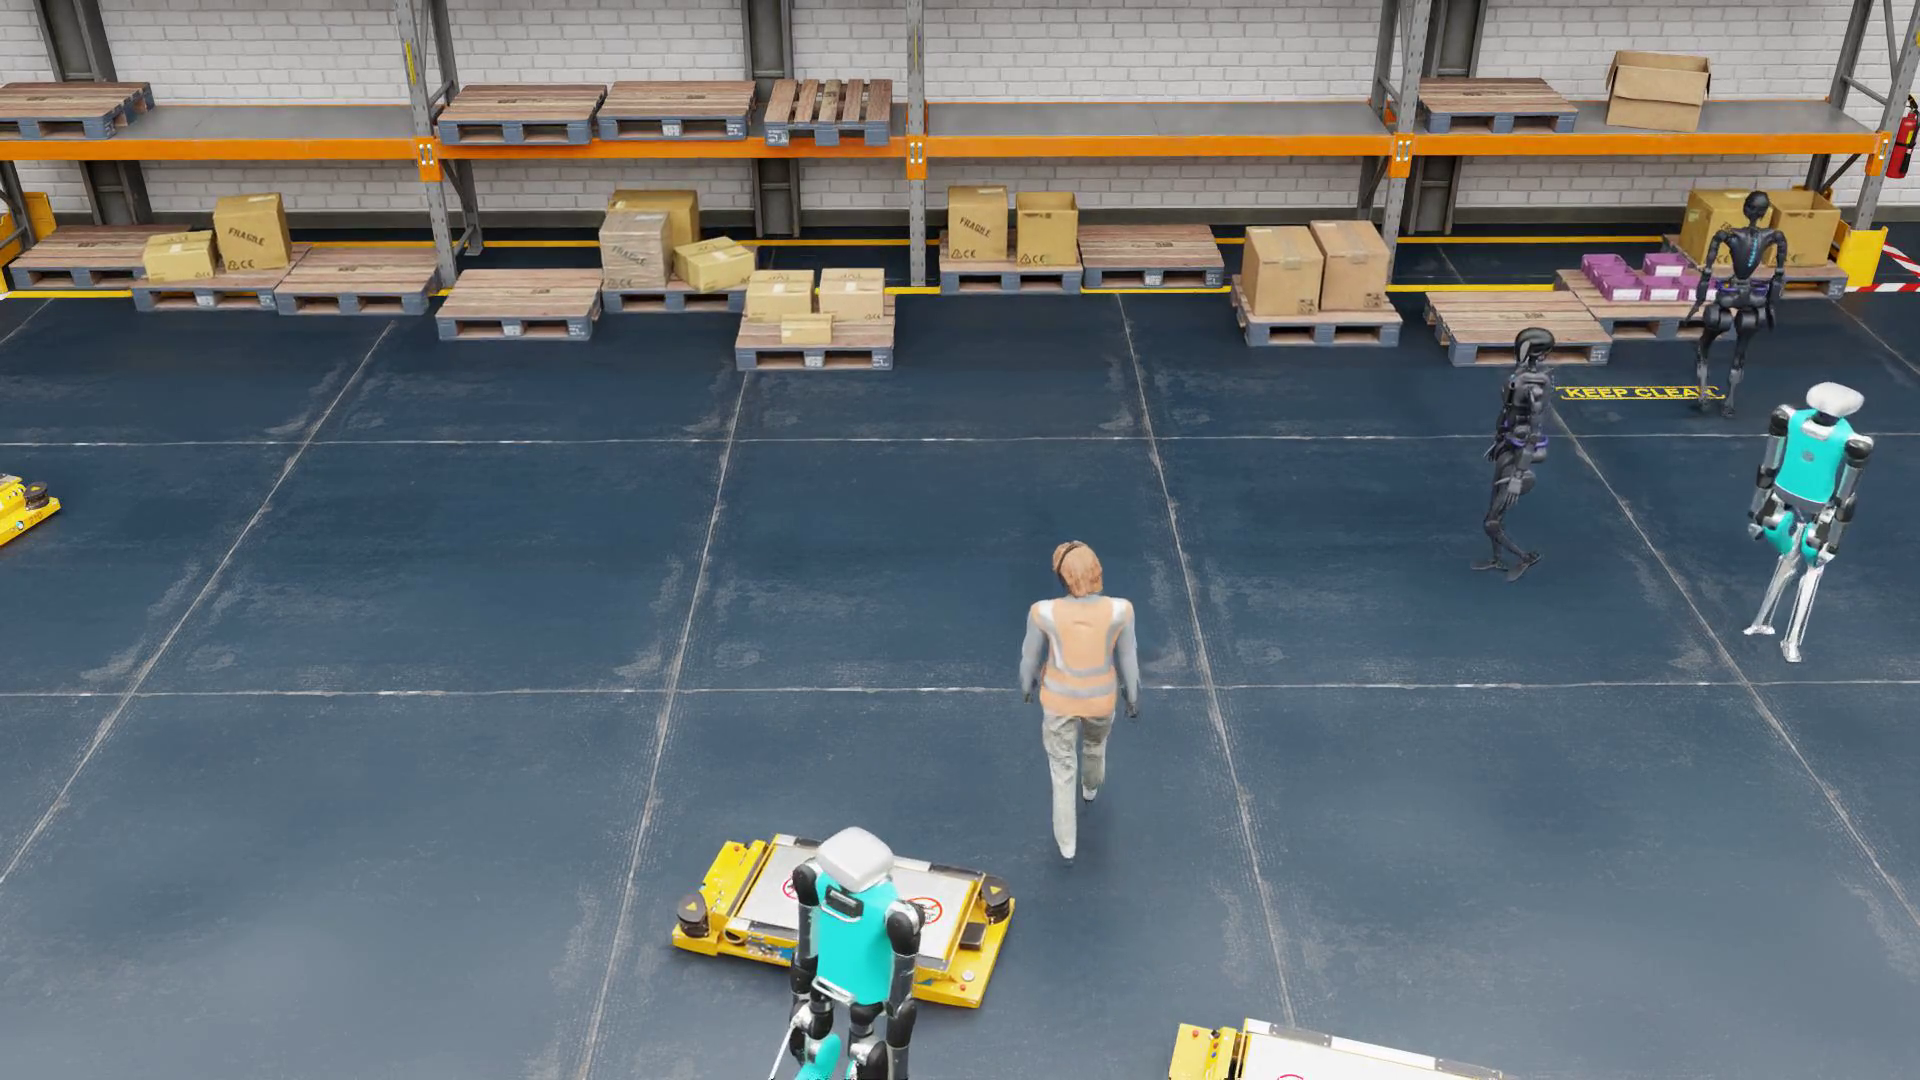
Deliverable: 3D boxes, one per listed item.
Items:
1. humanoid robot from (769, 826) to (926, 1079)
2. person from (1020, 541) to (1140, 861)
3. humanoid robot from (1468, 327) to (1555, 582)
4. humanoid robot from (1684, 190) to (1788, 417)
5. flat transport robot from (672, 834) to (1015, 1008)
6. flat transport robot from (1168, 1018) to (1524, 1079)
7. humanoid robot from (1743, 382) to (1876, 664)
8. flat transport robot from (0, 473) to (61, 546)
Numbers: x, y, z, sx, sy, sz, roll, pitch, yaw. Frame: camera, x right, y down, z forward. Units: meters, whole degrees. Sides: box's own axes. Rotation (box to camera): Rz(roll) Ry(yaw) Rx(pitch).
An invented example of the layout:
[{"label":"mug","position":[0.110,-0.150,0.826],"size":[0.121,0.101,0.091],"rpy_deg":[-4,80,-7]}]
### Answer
[{"label":"humanoid robot","position":[-0.513,1.909,5.826],"size":[0.549,1.774,0.835],"rpy_deg":[21,37,30]},{"label":"person","position":[0.565,0.699,7.939],"size":[0.555,1.601,0.770],"rpy_deg":[-1,31,-1]},{"label":"humanoid robot","position":[3.342,-0.508,9.889],"size":[0.404,1.640,0.608],"rpy_deg":[1,31,2]},{"label":"humanoid robot","position":[5.513,-1.666,11.822],"size":[0.610,1.664,0.317],"rpy_deg":[3,31,5]},{"label":"flat transport robot","position":[-0.521,1.705,7.573],"size":[1.431,0.231,0.659],"rpy_deg":[8,32,13]},{"label":"flat transport robot","position":[1.529,2.299,6.584],"size":[1.431,0.231,0.659],"rpy_deg":[8,32,14]},{"label":"humanoid robot","position":[4.699,-0.117,9.182],"size":[0.790,1.766,0.541],"rpy_deg":[-24,38,-34]},{"label":"flat transport robot","position":[-6.674,-0.233,10.798],"size":[1.431,0.231,0.659],"rpy_deg":[10,32,16]}]
